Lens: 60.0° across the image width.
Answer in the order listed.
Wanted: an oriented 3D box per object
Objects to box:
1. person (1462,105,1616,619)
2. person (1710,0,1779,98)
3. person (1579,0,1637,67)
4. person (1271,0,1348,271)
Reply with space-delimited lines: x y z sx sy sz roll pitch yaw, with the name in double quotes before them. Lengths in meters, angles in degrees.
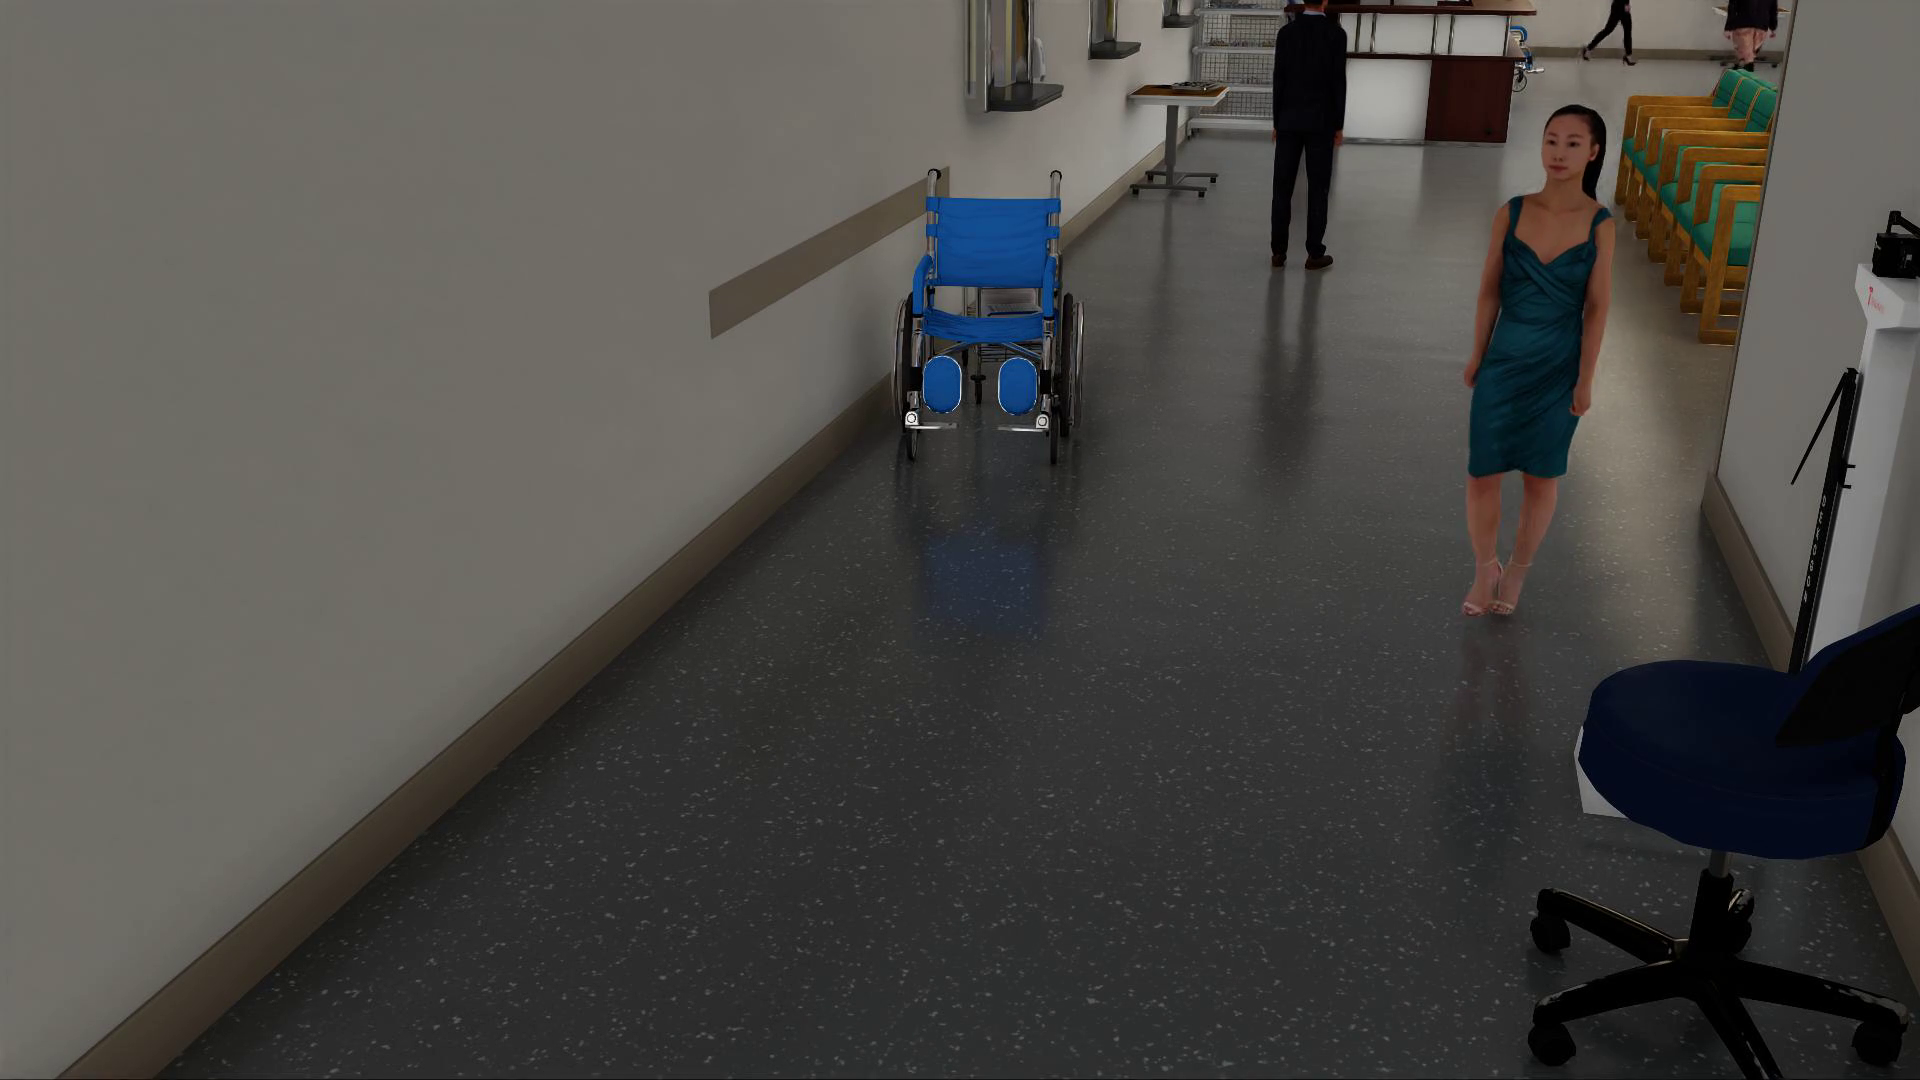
"person" 1.877 -0.542 5.368 0.622 1.670 0.716 12 24 29
"person" 8.878 -5.747 18.810 1.300 1.883 1.160 -5 21 -12
"person" 9.790 -7.950 24.913 1.094 1.679 0.674 9 22 21
"person" 2.259 -2.722 10.844 0.578 1.868 0.725 9 23 22
